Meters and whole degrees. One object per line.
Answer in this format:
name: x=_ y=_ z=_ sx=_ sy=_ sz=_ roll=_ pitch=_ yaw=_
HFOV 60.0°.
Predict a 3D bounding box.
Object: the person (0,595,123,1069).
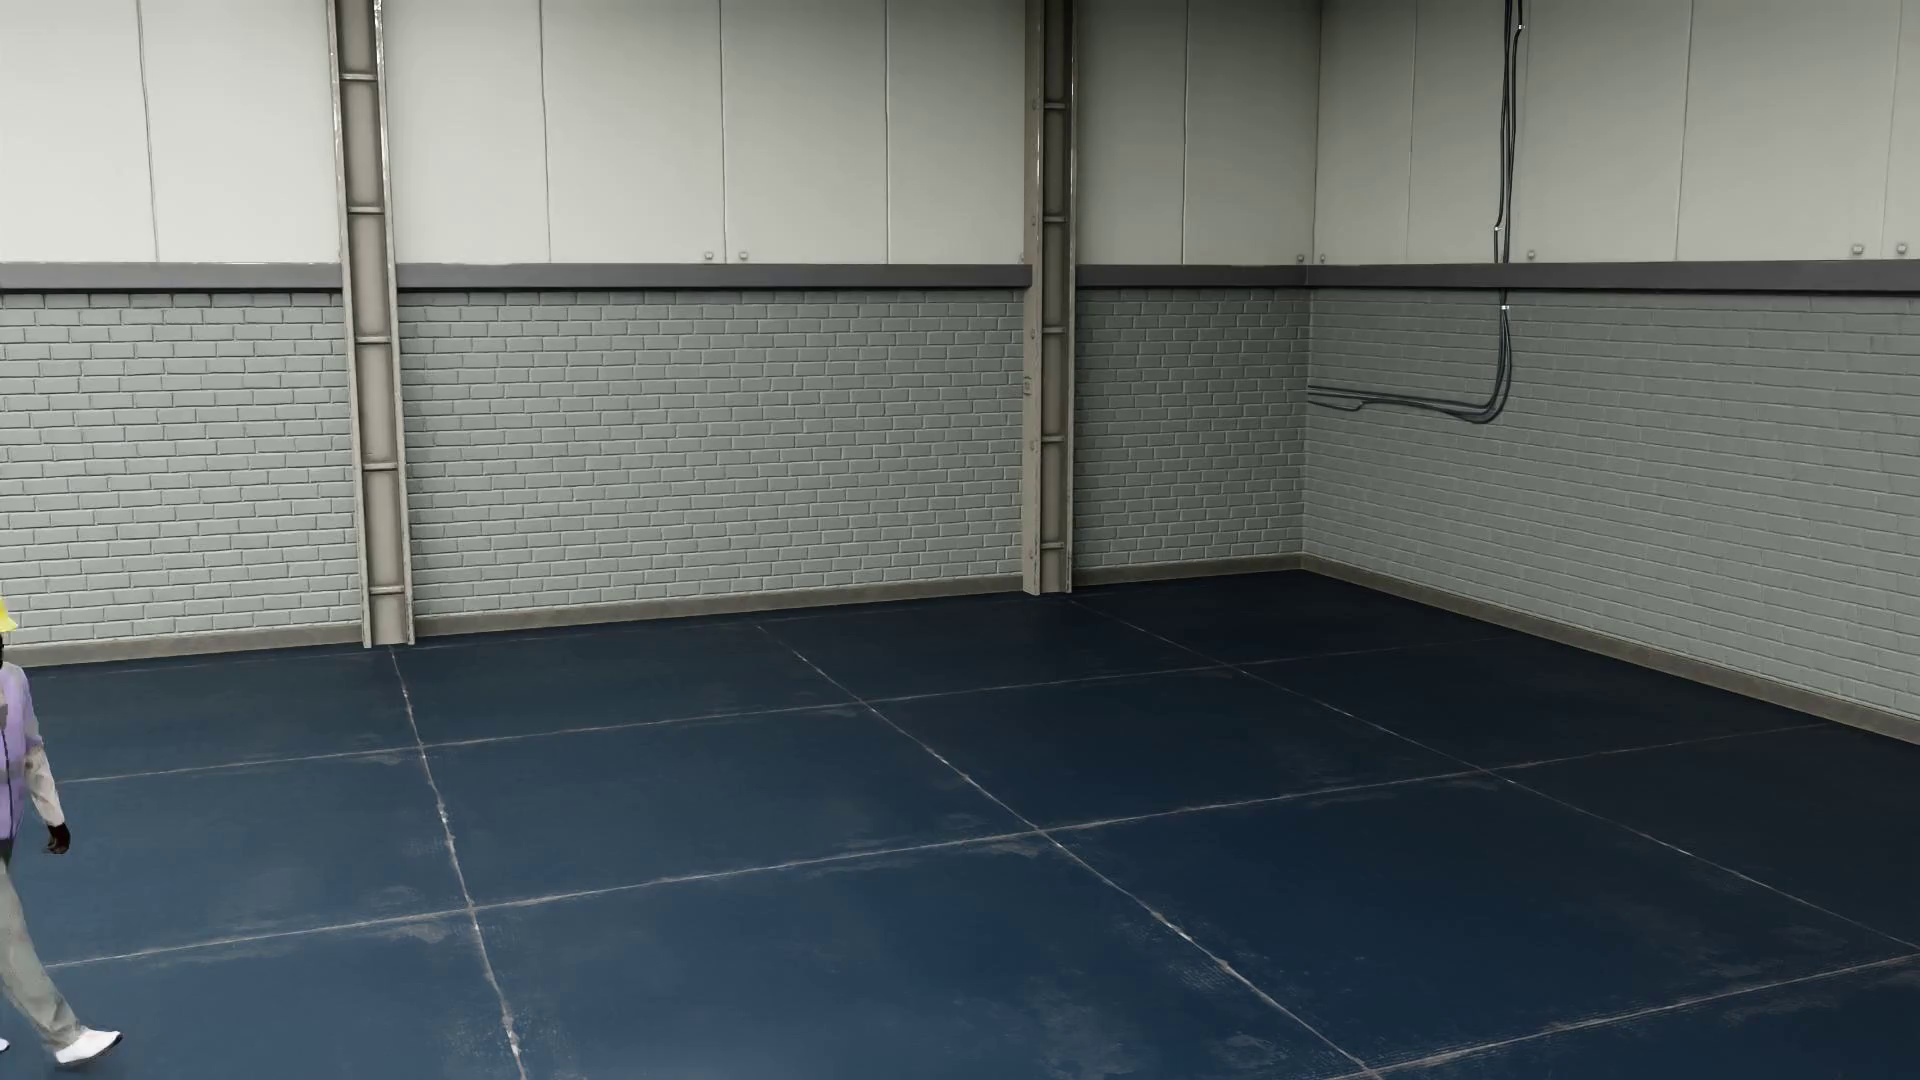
person: x=-3.607 y=1.091 z=6.329 sx=0.925 sy=1.884 sz=0.612 roll=1 pitch=9 yaw=6
